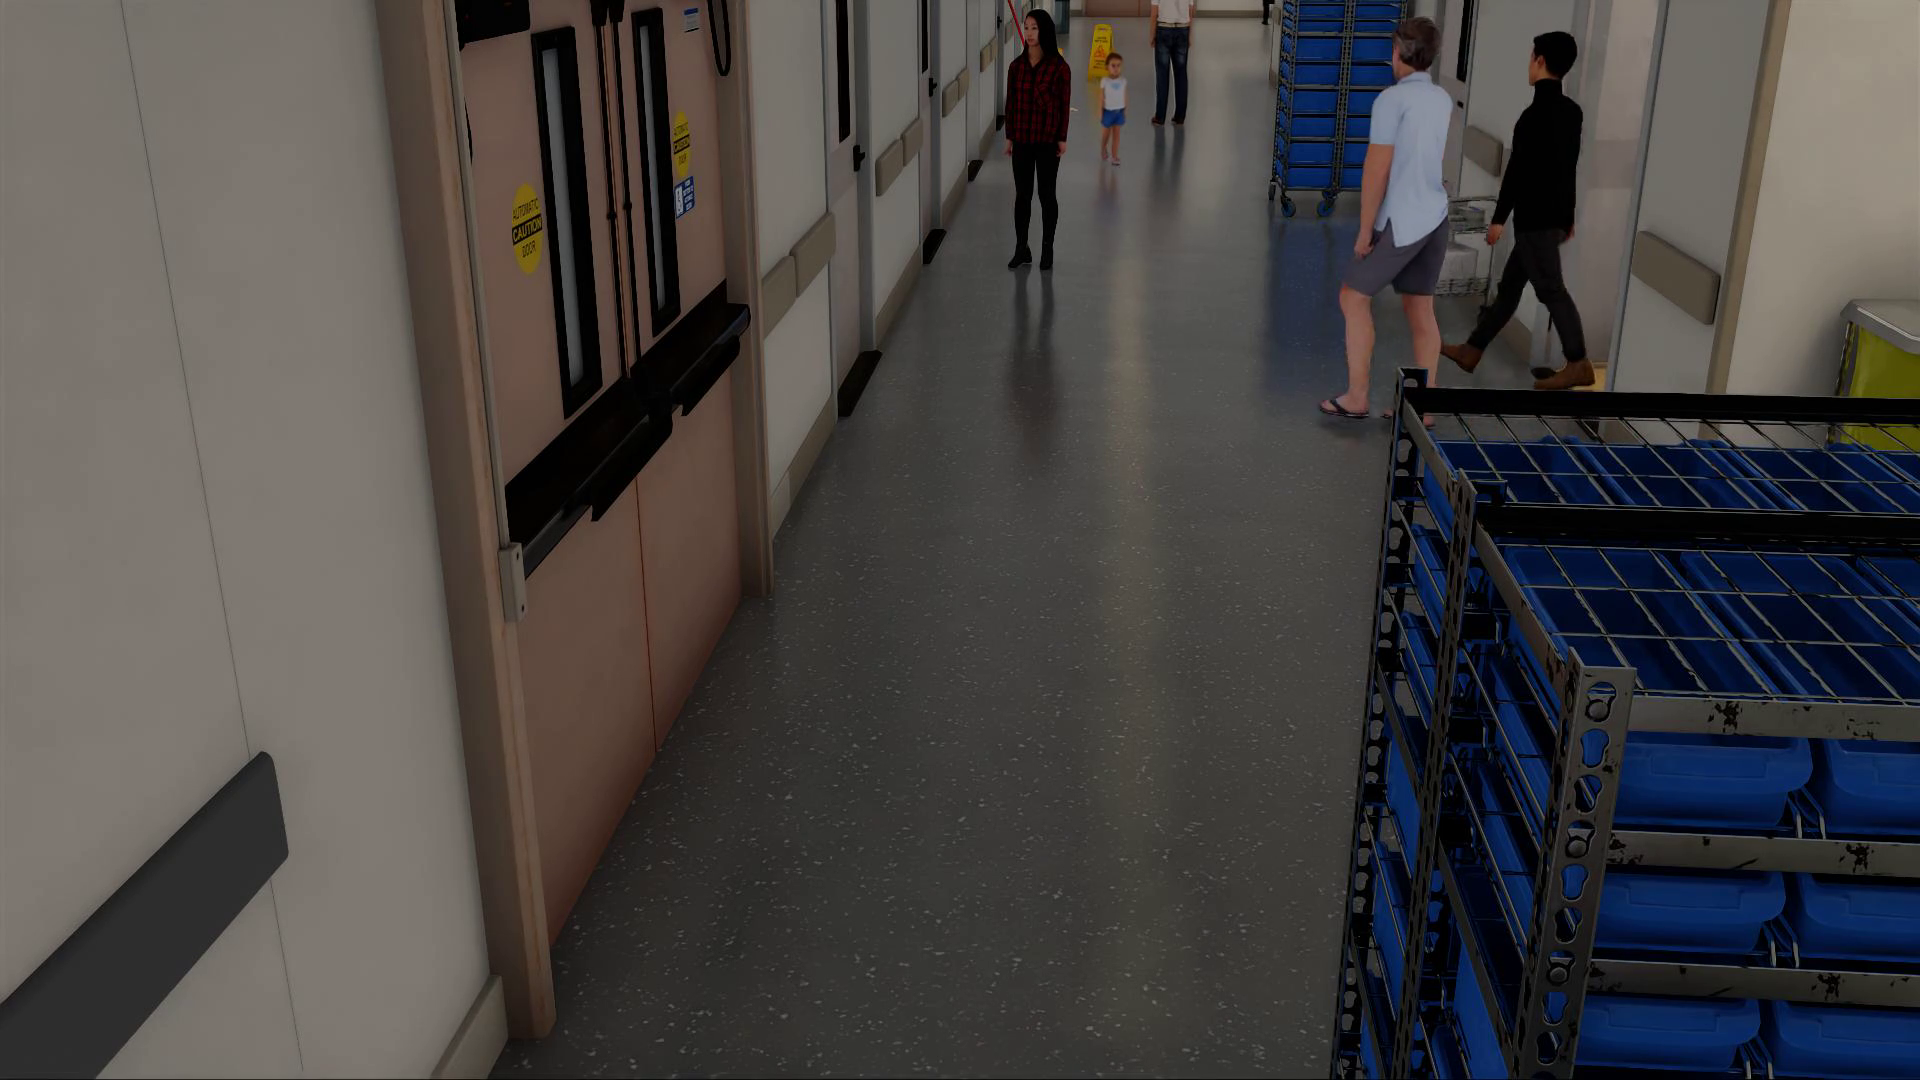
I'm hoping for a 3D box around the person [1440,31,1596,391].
[{"bbox_3d":[2.878,-1.536,8.036,1.175,1.671,1.186,14,25,32],"label":"person"}]

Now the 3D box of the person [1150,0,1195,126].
[{"bbox_3d":[2.358,-5.573,18.439,0.702,1.851,0.649,-3,21,-8],"label":"person"}]

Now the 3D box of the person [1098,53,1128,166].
[{"bbox_3d":[1.427,-4.024,15.538,0.498,1.010,0.692,-3,21,-7],"label":"person"}]

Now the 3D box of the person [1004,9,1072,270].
[{"bbox_3d":[0.508,-2.625,10.932,0.640,1.656,0.604,8,22,19],"label":"person"}]

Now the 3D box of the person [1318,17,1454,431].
[{"bbox_3d":[2.043,-1.360,7.385,0.926,1.803,0.984,-14,25,-33],"label":"person"}]
